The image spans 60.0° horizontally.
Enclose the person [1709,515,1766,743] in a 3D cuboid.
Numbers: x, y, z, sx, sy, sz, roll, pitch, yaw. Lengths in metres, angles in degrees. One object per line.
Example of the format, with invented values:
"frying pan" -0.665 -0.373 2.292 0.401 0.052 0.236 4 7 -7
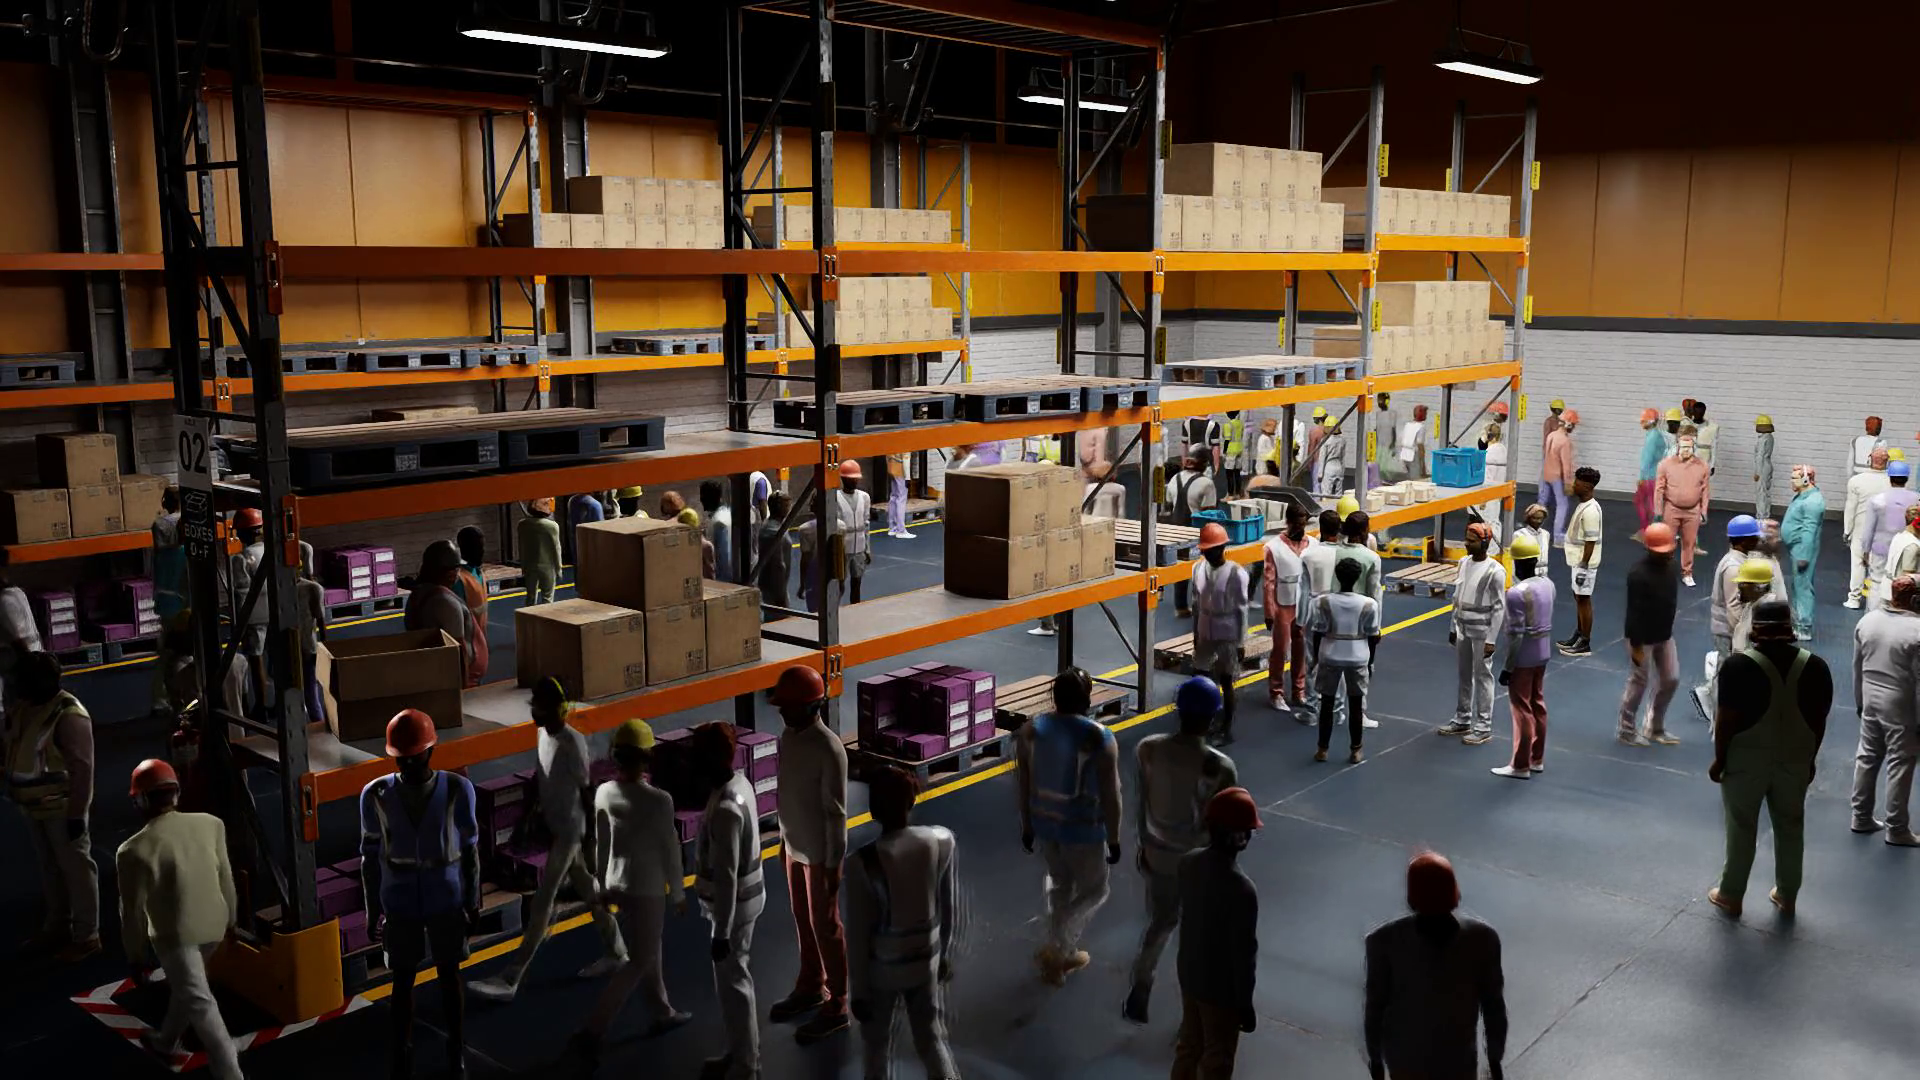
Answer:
"person" 6.543 0.753 14.060 0.380 1.951 0.603 4 10 23

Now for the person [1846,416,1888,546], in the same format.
"person" 12.900 -0.820 23.649 0.337 1.882 0.583 -5 11 -27

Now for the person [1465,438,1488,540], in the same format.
"person" 7.209 -0.615 23.044 0.335 1.685 0.538 -1 10 -3

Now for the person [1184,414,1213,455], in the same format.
"person" 3.951 -1.512 27.307 0.393 2.041 0.614 -7 12 -34

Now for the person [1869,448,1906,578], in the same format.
"person" 11.660 -0.288 20.890 0.294 1.744 0.485 8 12 40

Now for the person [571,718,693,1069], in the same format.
"person" -1.705 1.790 8.502 0.536 1.731 0.790 7 12 37

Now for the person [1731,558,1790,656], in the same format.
"person" 6.105 1.044 12.752 0.495 1.809 0.666 2 10 12

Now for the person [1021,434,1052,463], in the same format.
"person" 1.274 -1.409 27.321 0.562 1.836 0.385 8 12 38

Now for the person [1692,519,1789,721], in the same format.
"person" 6.827 0.737 14.352 0.826 1.883 0.651 6 11 33

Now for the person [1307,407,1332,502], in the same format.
"person" 5.751 -1.248 26.582 0.527 1.761 0.334 -6 11 -30

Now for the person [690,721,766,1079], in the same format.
"person" -1.121 1.791 8.089 0.349 1.878 0.589 -1 10 -3

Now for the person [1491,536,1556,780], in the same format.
"person" 4.441 0.925 13.108 0.589 1.924 0.384 -8 13 -41

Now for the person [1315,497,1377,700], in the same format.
"person" 3.562 0.540 15.429 0.591 1.917 0.393 0 10 -1

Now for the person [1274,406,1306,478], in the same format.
"person" 5.189 -1.254 26.259 0.352 1.880 0.576 -8 13 -41

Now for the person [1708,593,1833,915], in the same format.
"person" 5.006 1.322 10.390 0.672 2.000 0.536 0 10 3

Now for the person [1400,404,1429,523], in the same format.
"person" 7.101 -1.214 26.134 0.561 1.847 0.699 -1 10 -6

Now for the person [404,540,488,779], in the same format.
"person" -3.771 0.997 12.334 0.537 2.000 0.679 -9 13 -43

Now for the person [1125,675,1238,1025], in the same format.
"person" 1.164 1.659 8.707 0.625 1.928 0.591 7 12 37

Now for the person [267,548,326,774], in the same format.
"person" -5.265 0.943 13.184 0.518 1.865 0.327 2 10 11

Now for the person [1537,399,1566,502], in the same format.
"person" 10.074 -1.517 28.194 0.526 1.758 0.343 -7 12 -37

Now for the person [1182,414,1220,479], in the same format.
"person" 3.691 -1.190 25.440 0.611 2.030 0.410 5 11 28

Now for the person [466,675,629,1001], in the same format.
"person" -2.290 1.634 9.208 0.989 1.803 0.547 -6 11 -31

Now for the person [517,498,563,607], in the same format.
"person" -4.454 0.313 17.663 0.503 1.625 0.292 3 10 18

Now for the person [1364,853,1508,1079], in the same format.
"person" 1.940 2.071 6.881 0.568 1.724 0.606 0 10 1

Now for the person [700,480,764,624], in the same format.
"person" -2.352 0.292 17.084 0.936 1.874 0.614 0 10 1

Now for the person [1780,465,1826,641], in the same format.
"person" 9.043 0.132 17.921 0.404 1.902 0.648 3 10 16

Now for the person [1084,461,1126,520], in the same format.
"person" 1.811 -0.191 20.751 0.519 1.580 0.842 1 10 8

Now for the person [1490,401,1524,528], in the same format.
"person" 8.200 -1.114 25.170 0.903 1.954 0.667 6 11 34

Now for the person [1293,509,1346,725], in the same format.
"person" 3.230 0.685 14.603 0.598 1.908 0.401 -3 10 -15

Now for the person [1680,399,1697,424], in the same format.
"person" 11.631 -1.325 26.665 0.354 1.883 0.573 3 10 18

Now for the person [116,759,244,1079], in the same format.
"person" -3.800 1.903 8.113 1.047 1.650 0.577 5 11 28

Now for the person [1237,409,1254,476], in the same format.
"person" 5.442 -2.044 31.719 0.316 1.629 0.509 4 10 24

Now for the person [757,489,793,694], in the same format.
"person" -1.733 0.482 15.710 0.356 1.938 0.633 -2 10 -11

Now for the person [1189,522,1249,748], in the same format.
"person" 2.143 0.792 13.909 0.561 1.917 0.458 8 12 39

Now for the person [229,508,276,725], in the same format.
"person" -6.194 0.666 14.657 0.386 1.929 0.543 4 10 21

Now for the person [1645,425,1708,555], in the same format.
"person" 10.070 -0.710 23.307 0.524 1.817 0.885 -7 12 -36

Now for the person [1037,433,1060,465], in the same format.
"person" 1.461 -1.023 25.488 0.544 1.680 0.739 3 10 20

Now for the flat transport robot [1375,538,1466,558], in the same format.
"flat transport robot" 6.453 0.135 22.750 1.431 0.197 0.652 4 10 22

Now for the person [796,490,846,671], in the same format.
"person" -1.360 0.415 16.404 0.526 1.842 0.332 -6 11 -31

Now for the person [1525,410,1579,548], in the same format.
"person" 8.484 -0.885 23.817 0.601 1.964 0.847 -1 10 -9

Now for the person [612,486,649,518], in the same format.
"person" -3.245 0.344 16.615 0.408 1.918 0.584 -2 10 -12
